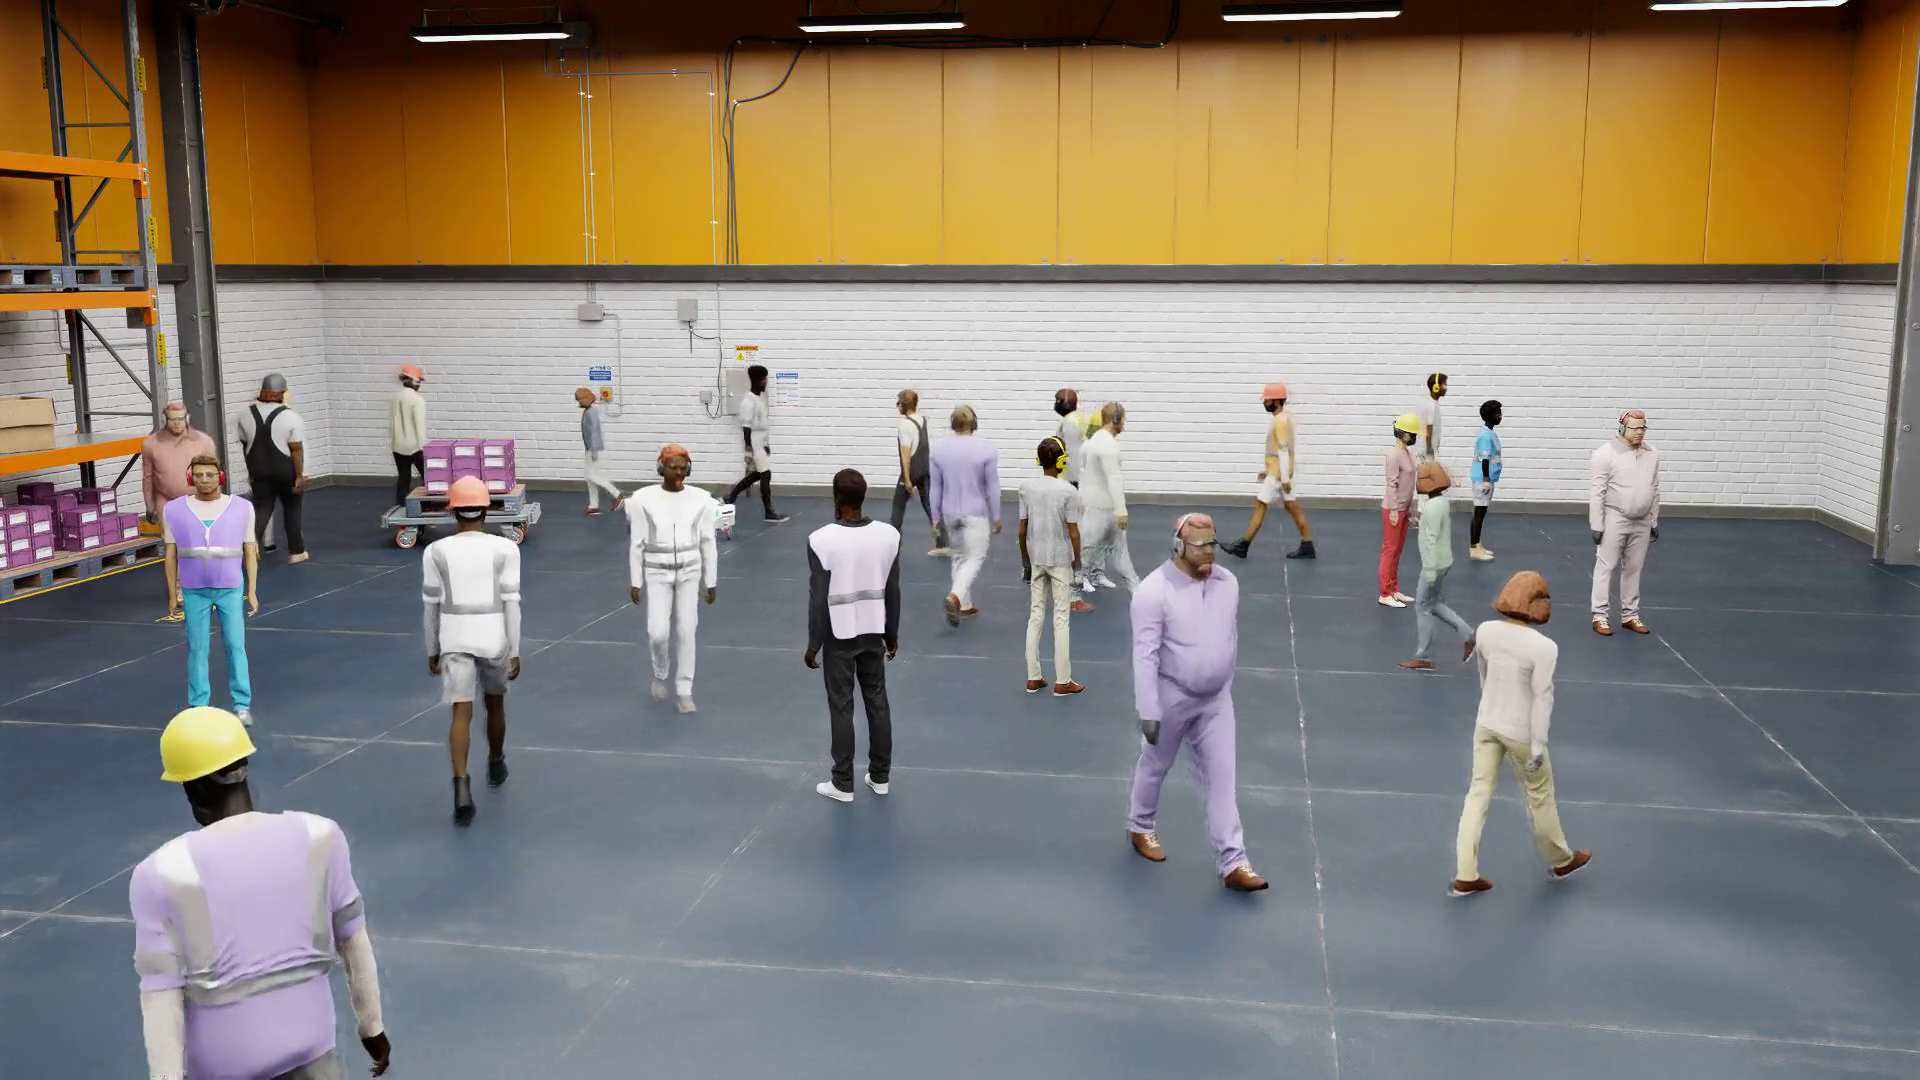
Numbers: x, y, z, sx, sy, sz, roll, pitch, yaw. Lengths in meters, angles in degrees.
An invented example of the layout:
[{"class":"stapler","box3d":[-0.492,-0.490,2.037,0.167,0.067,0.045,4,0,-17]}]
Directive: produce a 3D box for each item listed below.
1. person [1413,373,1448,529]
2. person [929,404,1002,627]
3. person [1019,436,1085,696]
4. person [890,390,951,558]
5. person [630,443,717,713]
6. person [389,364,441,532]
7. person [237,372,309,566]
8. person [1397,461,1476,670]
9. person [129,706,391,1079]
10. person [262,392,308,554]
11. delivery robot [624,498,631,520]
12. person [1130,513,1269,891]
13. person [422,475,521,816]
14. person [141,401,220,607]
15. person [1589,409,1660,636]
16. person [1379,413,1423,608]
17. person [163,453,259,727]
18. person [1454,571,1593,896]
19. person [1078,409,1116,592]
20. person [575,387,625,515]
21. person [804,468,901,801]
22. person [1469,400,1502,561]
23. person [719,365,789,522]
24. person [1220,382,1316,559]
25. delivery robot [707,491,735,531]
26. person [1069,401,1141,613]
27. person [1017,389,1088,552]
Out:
[{"class":"person","box3d":[5.573,-1.030,19.541,0.400,1.851,0.561,2,9,11]},{"class":"person","box3d":[0.009,-0.209,14.265,0.633,1.916,0.801,4,10,25]},{"class":"person","box3d":[0.662,0.185,11.948,0.513,1.872,0.328,6,11,31]},{"class":"person","box3d":[-0.479,-0.701,17.716,0.953,1.796,0.514,7,12,39]},{"class":"person","box3d":[-1.963,0.267,11.451,0.599,1.863,0.427,-3,10,-18]},{"class":"person","box3d":[-6.402,-1.065,19.445,0.643,1.953,0.583,5,11,30]},{"class":"person","box3d":[-7.082,-0.736,17.134,0.691,2.000,0.792,0,9,2]},{"class":"person","box3d":[3.662,0.207,12.614,0.541,1.616,0.500,4,10,24]},{"class":"person","box3d":[-1.903,1.381,4.599,0.659,1.853,1.052,-8,12,-40]},{"class":"person","box3d":[-7.352,-0.756,17.946,0.611,1.820,0.426,0,9,0]},{"class":"delivery robot","box3d":[-3.508,-0.373,19.189,0.707,0.478,0.477,3,10,19]},{"class":"person","box3d":[1.147,0.783,8.292,0.668,1.850,1.016,-4,10,-26]},{"class":"person","box3d":[-2.768,0.583,9.459,0.553,1.891,1.000,-2,9,-12]},{"class":"person","box3d":[-7.186,-0.362,15.370,0.645,1.873,0.862,-4,10,-26]},{"class":"person","box3d":[5.577,-0.145,13.917,0.647,1.900,0.403,-3,10,-16]},{"class":"person","box3d":[4.016,-0.274,15.144,0.325,1.760,0.523,5,11,29]},{"class":"person","box3d":[-4.965,0.338,11.065,0.566,1.850,0.389,-4,10,-21]},{"class":"person","box3d":[2.764,0.935,8.157,0.830,1.594,0.504,-6,11,-33]},{"class":"person","box3d":[1.326,-0.384,15.871,0.492,1.742,0.320,-9,13,-44]},{"class":"person","box3d":[-4.528,-1.108,20.757,0.512,1.611,0.530,-4,10,-23]},{"class":"person","box3d":[-0.607,0.546,9.567,0.600,1.915,0.376,-6,11,-32]},{"class":"person","box3d":[5.550,-0.632,17.554,0.316,1.695,0.527,3,10,18]},{"class":"person","box3d":[-2.538,-1.151,20.166,0.844,1.905,0.646,0,9,3]},{"class":"person","box3d":[3.315,-0.725,17.568,1.009,1.884,0.551,3,10,18]},{"class":"delivery robot","box3d":[-2.883,-0.309,18.792,0.707,0.478,0.477,6,11,34]},{"class":"person","box3d":[1.383,-0.283,14.816,1.025,1.874,0.670,0,9,2]},{"class":"person","box3d":[1.124,-0.711,17.732,0.963,1.794,0.623,3,10,17]}]
